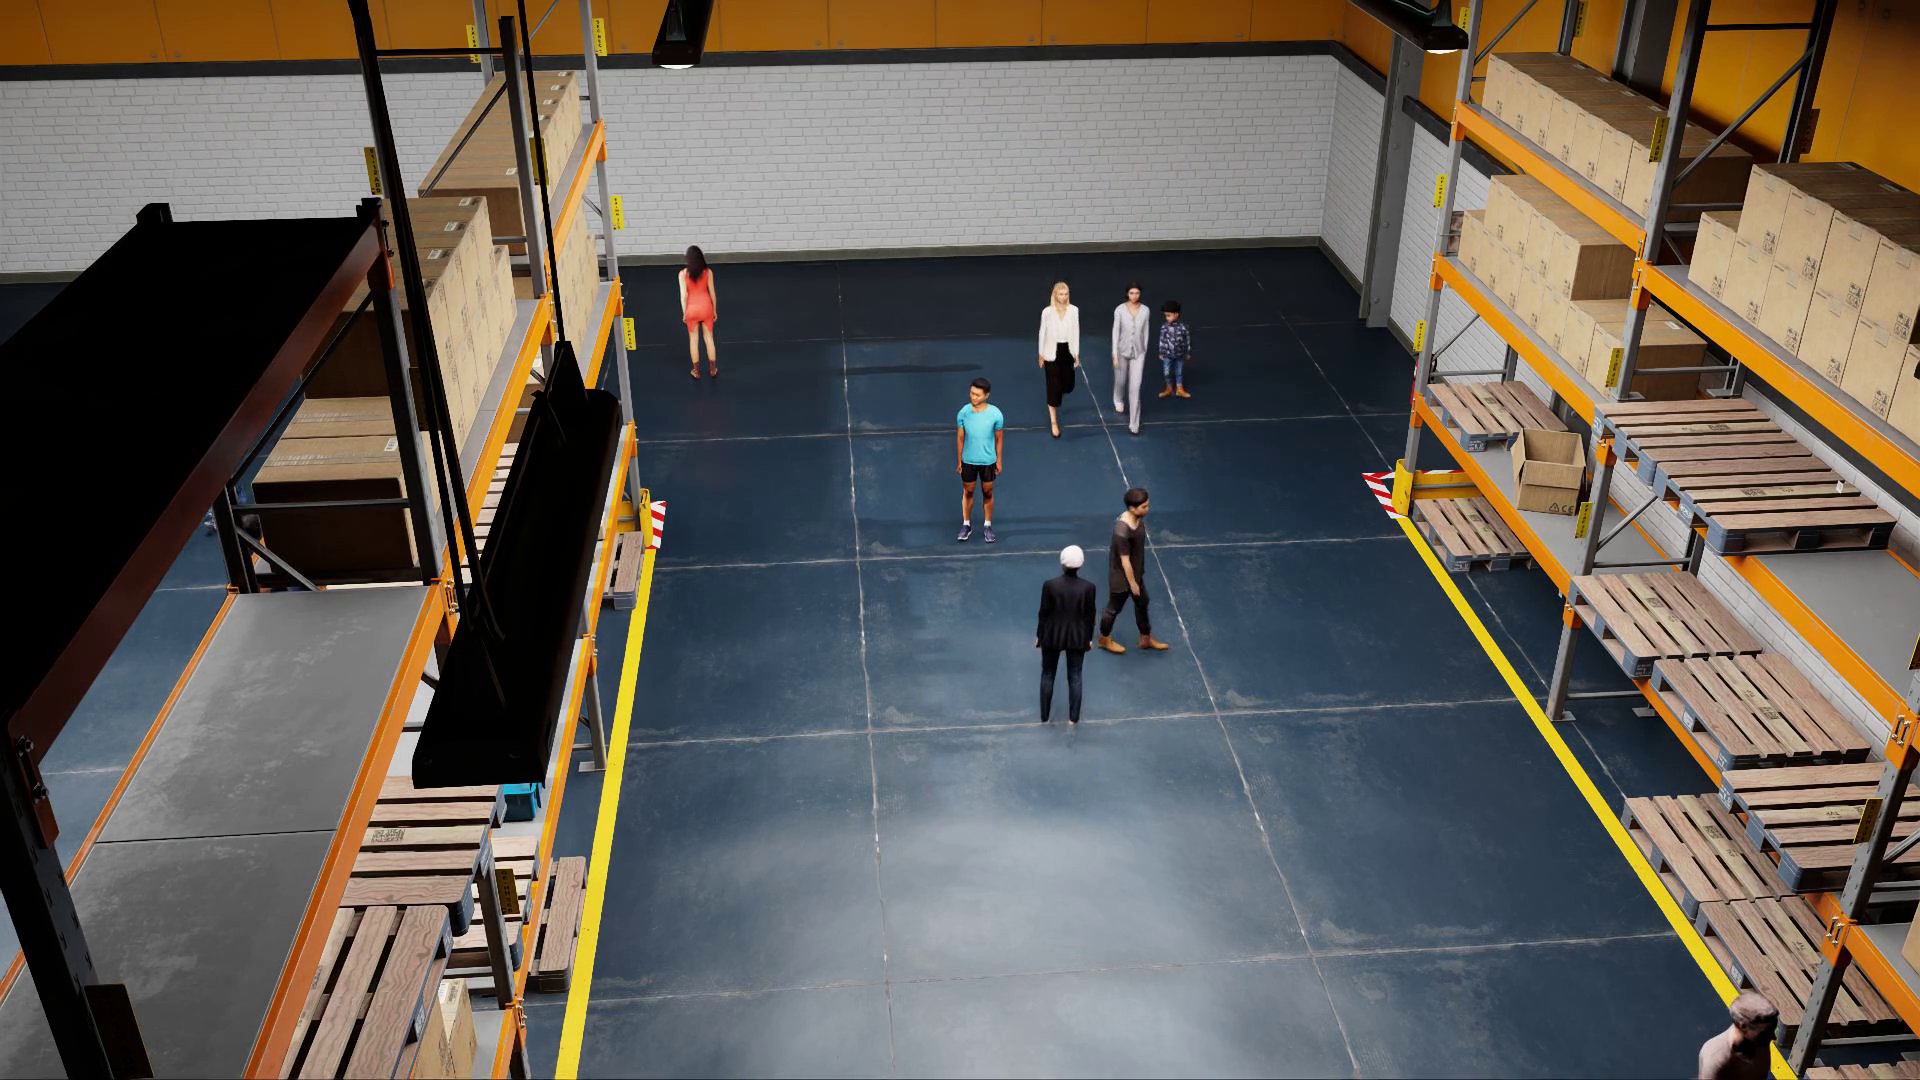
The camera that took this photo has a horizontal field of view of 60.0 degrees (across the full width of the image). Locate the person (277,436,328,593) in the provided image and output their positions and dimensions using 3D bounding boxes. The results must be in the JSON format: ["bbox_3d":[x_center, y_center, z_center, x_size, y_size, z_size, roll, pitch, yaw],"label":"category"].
[{"bbox_3d":[-6.206,-0.175,15.608,0.837,1.741,0.705,9,30,16],"label":"person"}]

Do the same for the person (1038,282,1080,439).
[{"bbox_3d":[1.117,-2.089,19.013,0.681,1.841,0.942,-5,29,-8],"label":"person"}]

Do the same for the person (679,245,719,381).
[{"bbox_3d":[-3.210,-2.810,20.461,0.633,1.719,0.599,-9,30,-16],"label":"person"}]

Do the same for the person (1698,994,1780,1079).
[{"bbox_3d":[4.164,3.230,9.231,0.787,1.870,0.786,-16,33,-27],"label":"person"}]

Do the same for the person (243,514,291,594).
[{"bbox_3d":[-6.034,0.520,14.450,0.785,1.629,0.901,11,31,20],"label":"person"}]

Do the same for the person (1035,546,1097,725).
[{"bbox_3d":[0.827,0.834,13.964,0.767,1.777,0.622,1,29,3],"label":"person"}]

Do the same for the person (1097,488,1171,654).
[{"bbox_3d":[1.407,0.268,14.851,0.945,1.688,0.941,13,31,22],"label":"person"}]

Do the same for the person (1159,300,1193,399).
[{"bbox_3d":[2.597,-2.292,20.011,0.618,1.241,0.563,-1,29,-2],"label":"person"}]

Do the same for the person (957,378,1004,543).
[{"bbox_3d":[0.194,-0.815,16.745,0.655,1.776,0.586,3,29,6],"label":"person"}]

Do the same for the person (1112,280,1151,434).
[{"bbox_3d":[1.936,-2.186,19.308,0.640,1.727,1.128,-1,29,-2],"label":"person"}]
